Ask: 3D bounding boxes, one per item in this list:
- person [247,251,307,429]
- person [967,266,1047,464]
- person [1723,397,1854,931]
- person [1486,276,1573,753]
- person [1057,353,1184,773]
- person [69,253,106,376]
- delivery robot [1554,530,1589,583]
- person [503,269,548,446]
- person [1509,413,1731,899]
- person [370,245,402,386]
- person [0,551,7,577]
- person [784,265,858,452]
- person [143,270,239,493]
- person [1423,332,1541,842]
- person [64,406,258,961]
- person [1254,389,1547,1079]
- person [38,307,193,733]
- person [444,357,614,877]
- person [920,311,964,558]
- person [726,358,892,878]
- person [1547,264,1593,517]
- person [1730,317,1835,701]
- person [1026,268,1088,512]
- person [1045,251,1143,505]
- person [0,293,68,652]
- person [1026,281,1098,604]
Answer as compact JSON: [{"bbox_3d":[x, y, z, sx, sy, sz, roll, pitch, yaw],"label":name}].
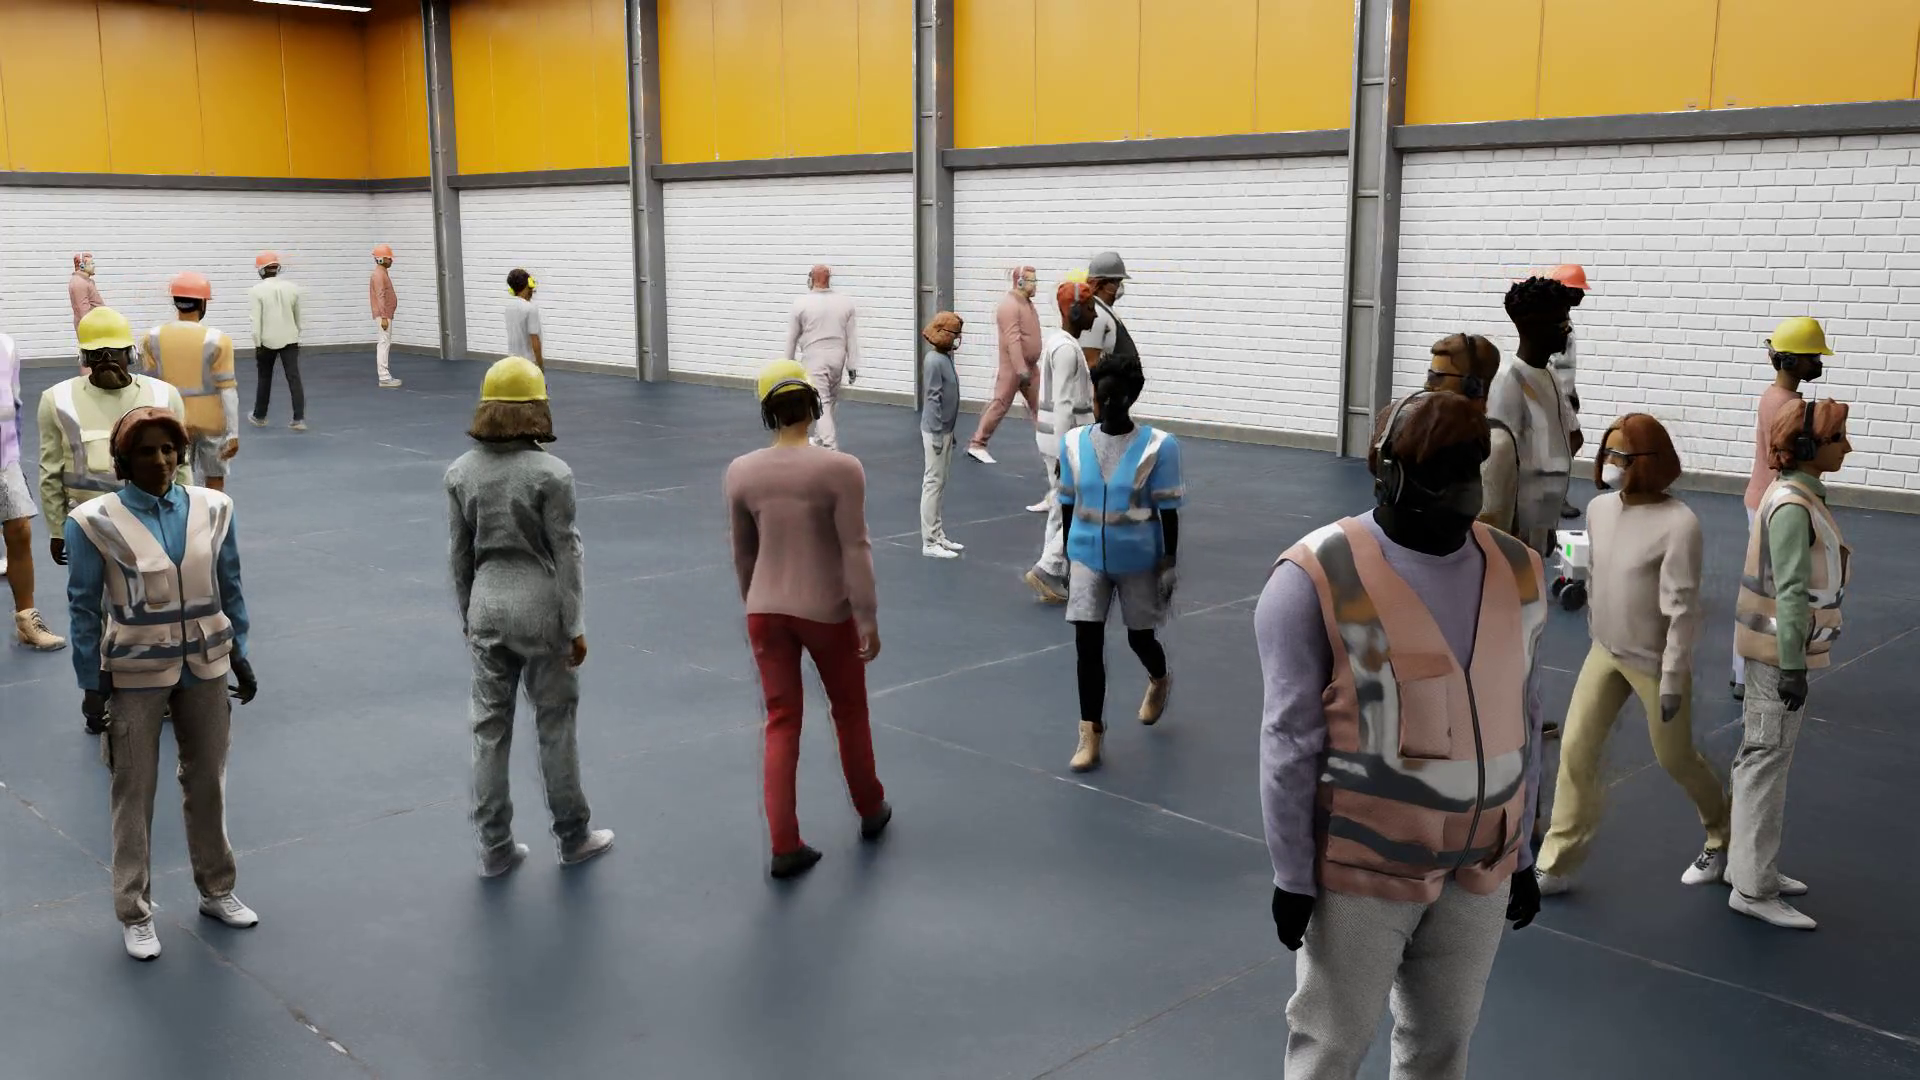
[{"bbox_3d":[-7.610,-2.210,18.461,0.763,1.980,0.624,10,14,43],"label":"person"},{"bbox_3d":[0.530,-1.617,15.489,1.002,1.862,0.641,5,12,26],"label":"person"},{"bbox_3d":[2.586,0.371,5.210,0.311,1.642,0.514,5,11,24],"label":"person"},{"bbox_3d":[2.338,-0.103,6.907,0.366,1.966,0.607,7,12,33],"label":"person"},{"bbox_3d":[0.666,0.064,6.806,0.538,1.672,0.732,4,11,23],"label":"person"},{"bbox_3d":[-11.023,-2.675,21.083,0.409,1.913,0.642,-5,12,-27],"label":"person"},{"bbox_3d":[3.795,0.073,9.543,0.707,0.478,0.477,1,10,8],"label":"delivery robot"},{"bbox_3d":[-3.835,-1.452,14.632,0.398,1.839,0.586,-8,13,-37],"label":"person"},{"bbox_3d":[2.221,0.378,5.333,0.853,1.590,0.512,-4,11,-20],"label":"person"},{"bbox_3d":[-8.154,-3.179,23.605,0.387,1.992,0.626,-3,11,-16],"label":"person"},{"bbox_3d":[-6.358,-0.698,10.439,1.047,1.876,0.601,4,11,19],"label":"person"},{"bbox_3d":[-1.343,-1.660,15.735,0.652,1.846,1.020,-6,12,-30],"label":"person"},{"bbox_3d":[-4.801,-0.719,10.406,0.555,1.919,0.611,-1,10,-7],"label":"person"},{"bbox_3d":[1.637,0.191,5.753,0.932,1.797,0.537,-1,10,-3],"label":"person"},{"bbox_3d":[-2.376,0.413,4.987,0.308,1.639,0.524,9,13,39],"label":"person"},{"bbox_3d":[0.883,0.627,3.267,0.627,1.845,0.429,-4,11,-19],"label":"person"},{"bbox_3d":[-3.627,-0.090,7.201,0.600,1.829,0.404,-7,13,-34],"label":"person"},{"bbox_3d":[-1.455,0.257,5.611,0.503,1.727,0.542,3,11,15],"label":"person"},{"bbox_3d":[-0.121,-0.707,11.107,0.279,1.633,0.497,2,11,10],"label":"person"},{"bbox_3d":[-0.481,0.243,5.701,0.589,1.710,0.779,4,11,19],"label":"person"},{"bbox_3d":[4.587,-1.120,12.602,0.577,1.919,0.544,4,11,21],"label":"person"},{"bbox_3d":[3.758,-0.131,7.610,0.315,1.767,0.535,5,11,24],"label":"person"},{"bbox_3d":[1.016,-1.115,12.644,0.924,1.891,0.580,0,10,2],"label":"person"},{"bbox_3d":[1.002,-1.043,11.834,0.596,2.000,0.701,2,11,11],"label":"person"},{"bbox_3d":[-5.111,-0.424,8.546,0.934,2.019,0.624,4,11,20],"label":"person"},{"bbox_3d":[0.638,-0.538,9.540,0.421,1.870,0.600,0,10,1],"label":"person"}]
